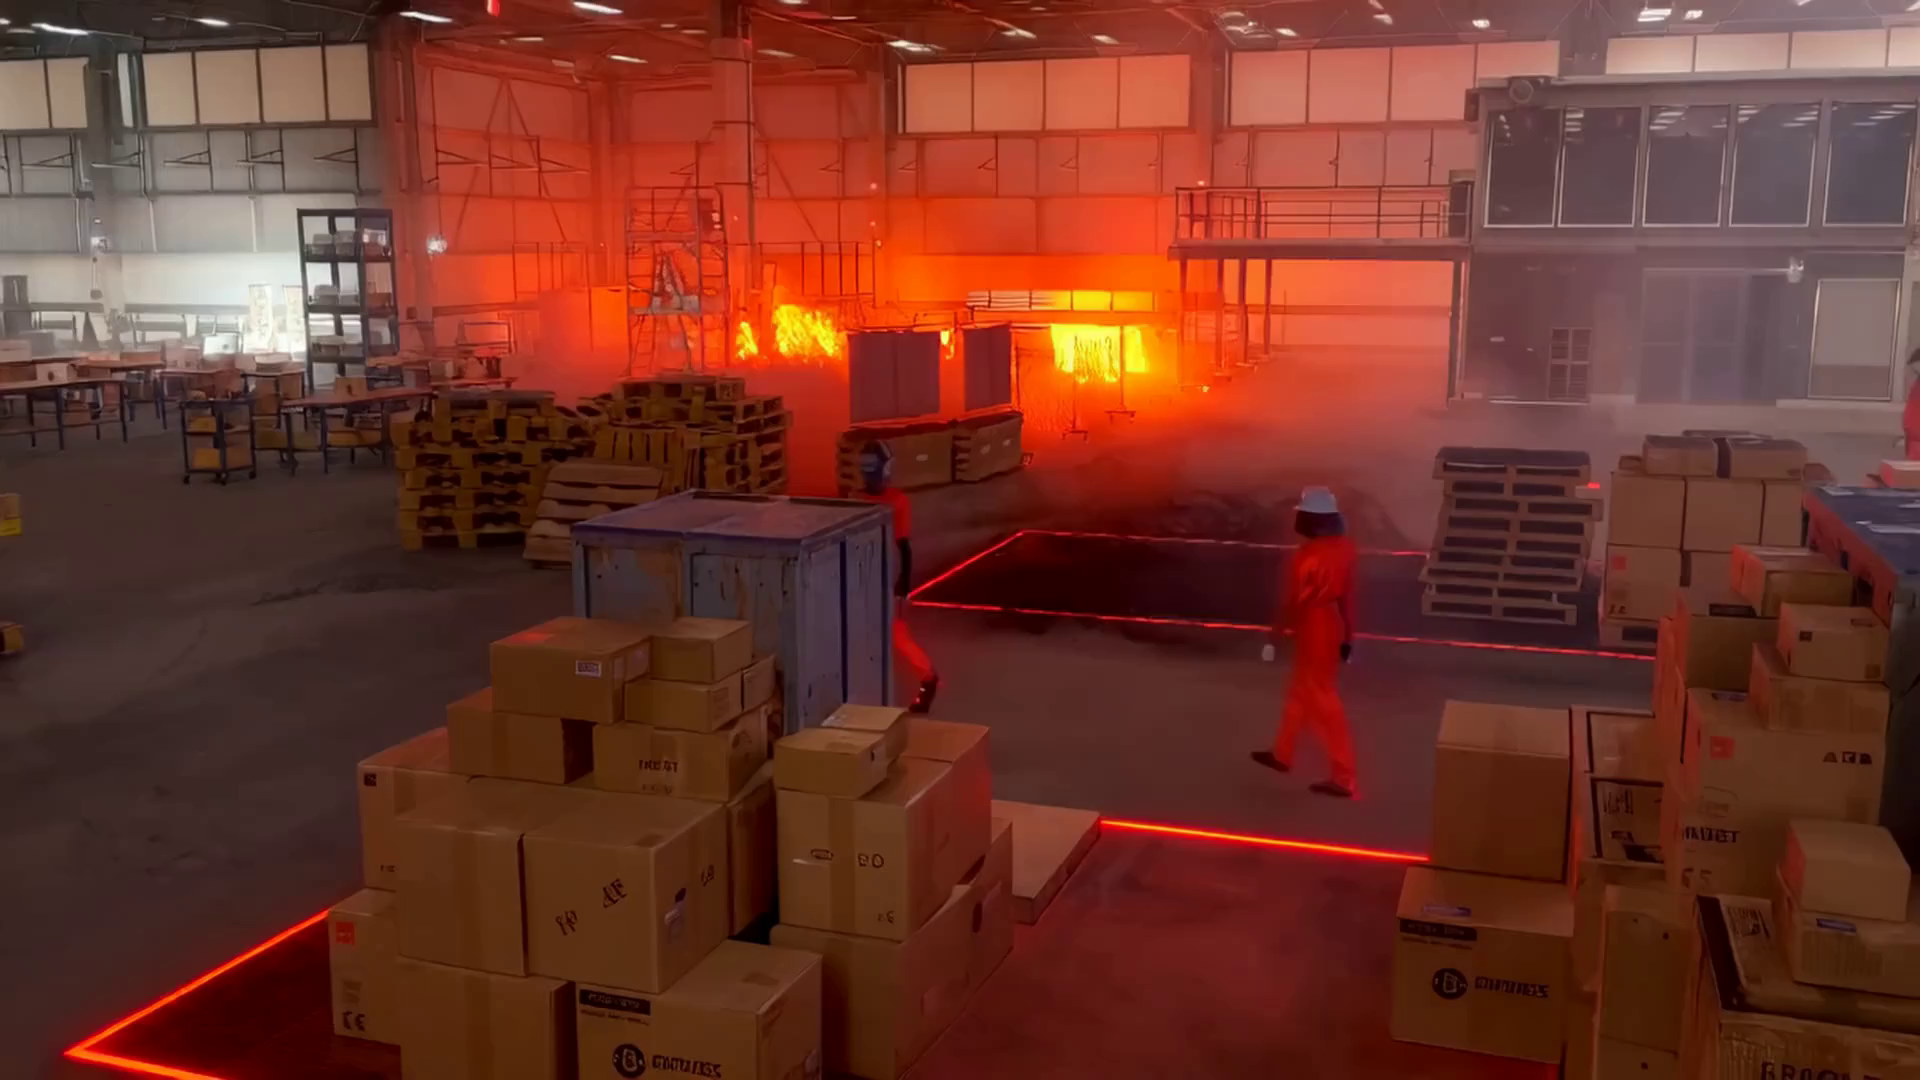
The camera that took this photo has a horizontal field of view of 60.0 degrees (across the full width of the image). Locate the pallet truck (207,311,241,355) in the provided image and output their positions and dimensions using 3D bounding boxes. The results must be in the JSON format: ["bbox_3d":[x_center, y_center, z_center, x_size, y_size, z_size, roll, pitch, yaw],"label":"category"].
[{"bbox_3d":[-19.537,-5.575,44.913,0.653,1.274,1.630,3,11,19],"label":"pallet truck"}]

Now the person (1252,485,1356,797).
[{"bbox_3d":[1.921,0.547,9.296,0.839,1.710,0.503,9,13,40],"label":"person"}]

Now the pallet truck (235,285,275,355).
[{"bbox_3d":[-18.327,-5.835,44.421,0.823,1.965,1.885,4,11,23],"label":"pallet truck"}]

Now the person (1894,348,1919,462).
[{"bbox_3d":[10.426,-1.118,17.978,0.977,1.962,0.615,2,10,13],"label":"person"}]

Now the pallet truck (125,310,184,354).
[{"bbox_3d":[-22.038,-5.665,45.457,0.704,1.261,1.522,3,11,17],"label":"pallet truck"}]

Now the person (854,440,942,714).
[{"bbox_3d":[-0.454,0.265,10.542,0.529,1.836,0.941,9,14,42],"label":"person"}]

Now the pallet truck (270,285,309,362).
[{"bbox_3d":[-17.147,-5.700,43.663,0.823,1.965,1.885,3,11,17],"label":"pallet truck"}]

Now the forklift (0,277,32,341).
[{"bbox_3d":[-27.151,-6.329,46.328,1.157,1.987,2.680,3,11,17],"label":"forklift"}]

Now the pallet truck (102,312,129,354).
[{"bbox_3d":[-23.057,-5.777,46.261,0.680,1.201,1.601,3,11,19],"label":"pallet truck"}]
